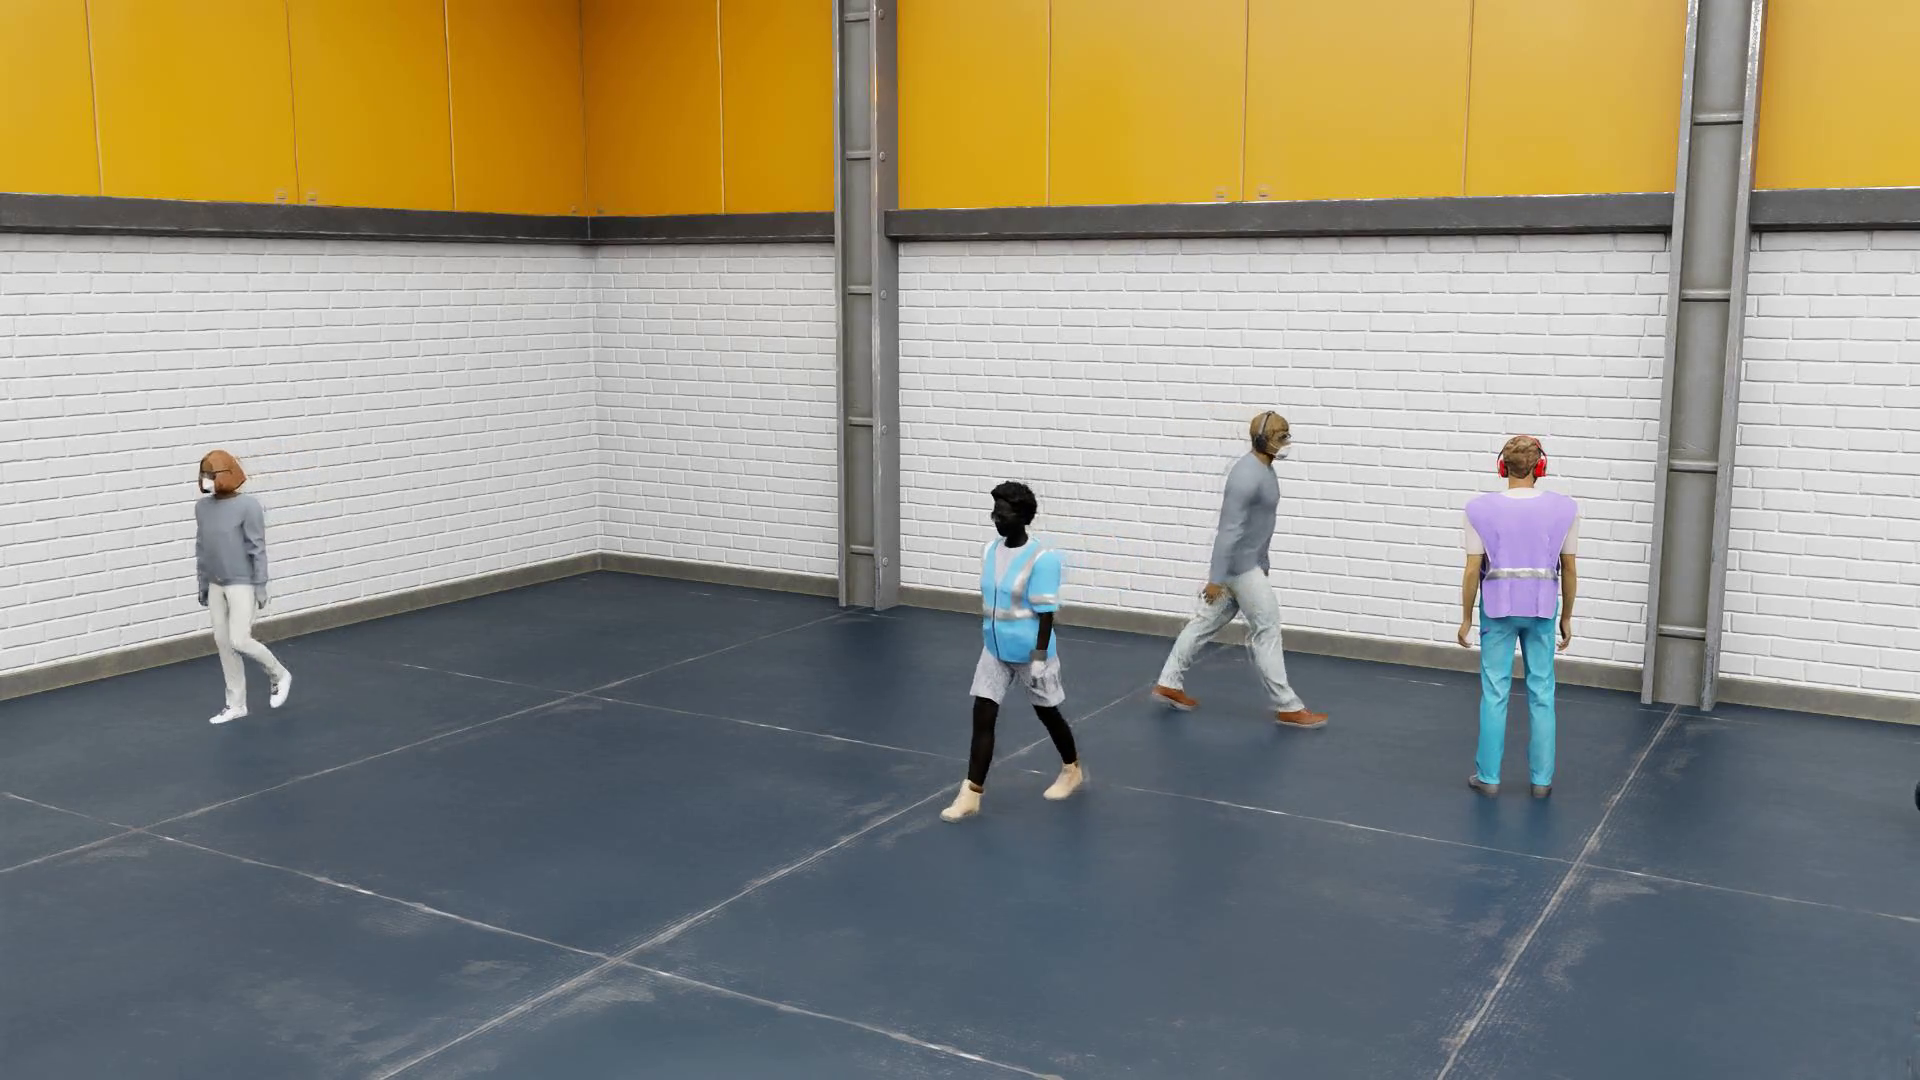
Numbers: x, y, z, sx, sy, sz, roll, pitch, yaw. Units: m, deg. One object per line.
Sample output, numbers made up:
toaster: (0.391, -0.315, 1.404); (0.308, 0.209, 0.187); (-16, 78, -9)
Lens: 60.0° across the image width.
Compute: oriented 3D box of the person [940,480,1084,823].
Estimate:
person: (0.298, 0.527, 8.144); (0.862, 1.654, 0.543); (-8, 12, -42)

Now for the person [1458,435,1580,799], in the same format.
person: (2.803, 0.397, 8.370); (0.563, 1.838, 0.391); (1, 9, 8)

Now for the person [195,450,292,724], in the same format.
person: (-4.273, 0.272, 9.828); (0.500, 1.626, 0.409); (4, 10, 25)

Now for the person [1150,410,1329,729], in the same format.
person: (1.631, 0.158, 9.801); (1.068, 1.876, 0.683); (3, 9, 16)
